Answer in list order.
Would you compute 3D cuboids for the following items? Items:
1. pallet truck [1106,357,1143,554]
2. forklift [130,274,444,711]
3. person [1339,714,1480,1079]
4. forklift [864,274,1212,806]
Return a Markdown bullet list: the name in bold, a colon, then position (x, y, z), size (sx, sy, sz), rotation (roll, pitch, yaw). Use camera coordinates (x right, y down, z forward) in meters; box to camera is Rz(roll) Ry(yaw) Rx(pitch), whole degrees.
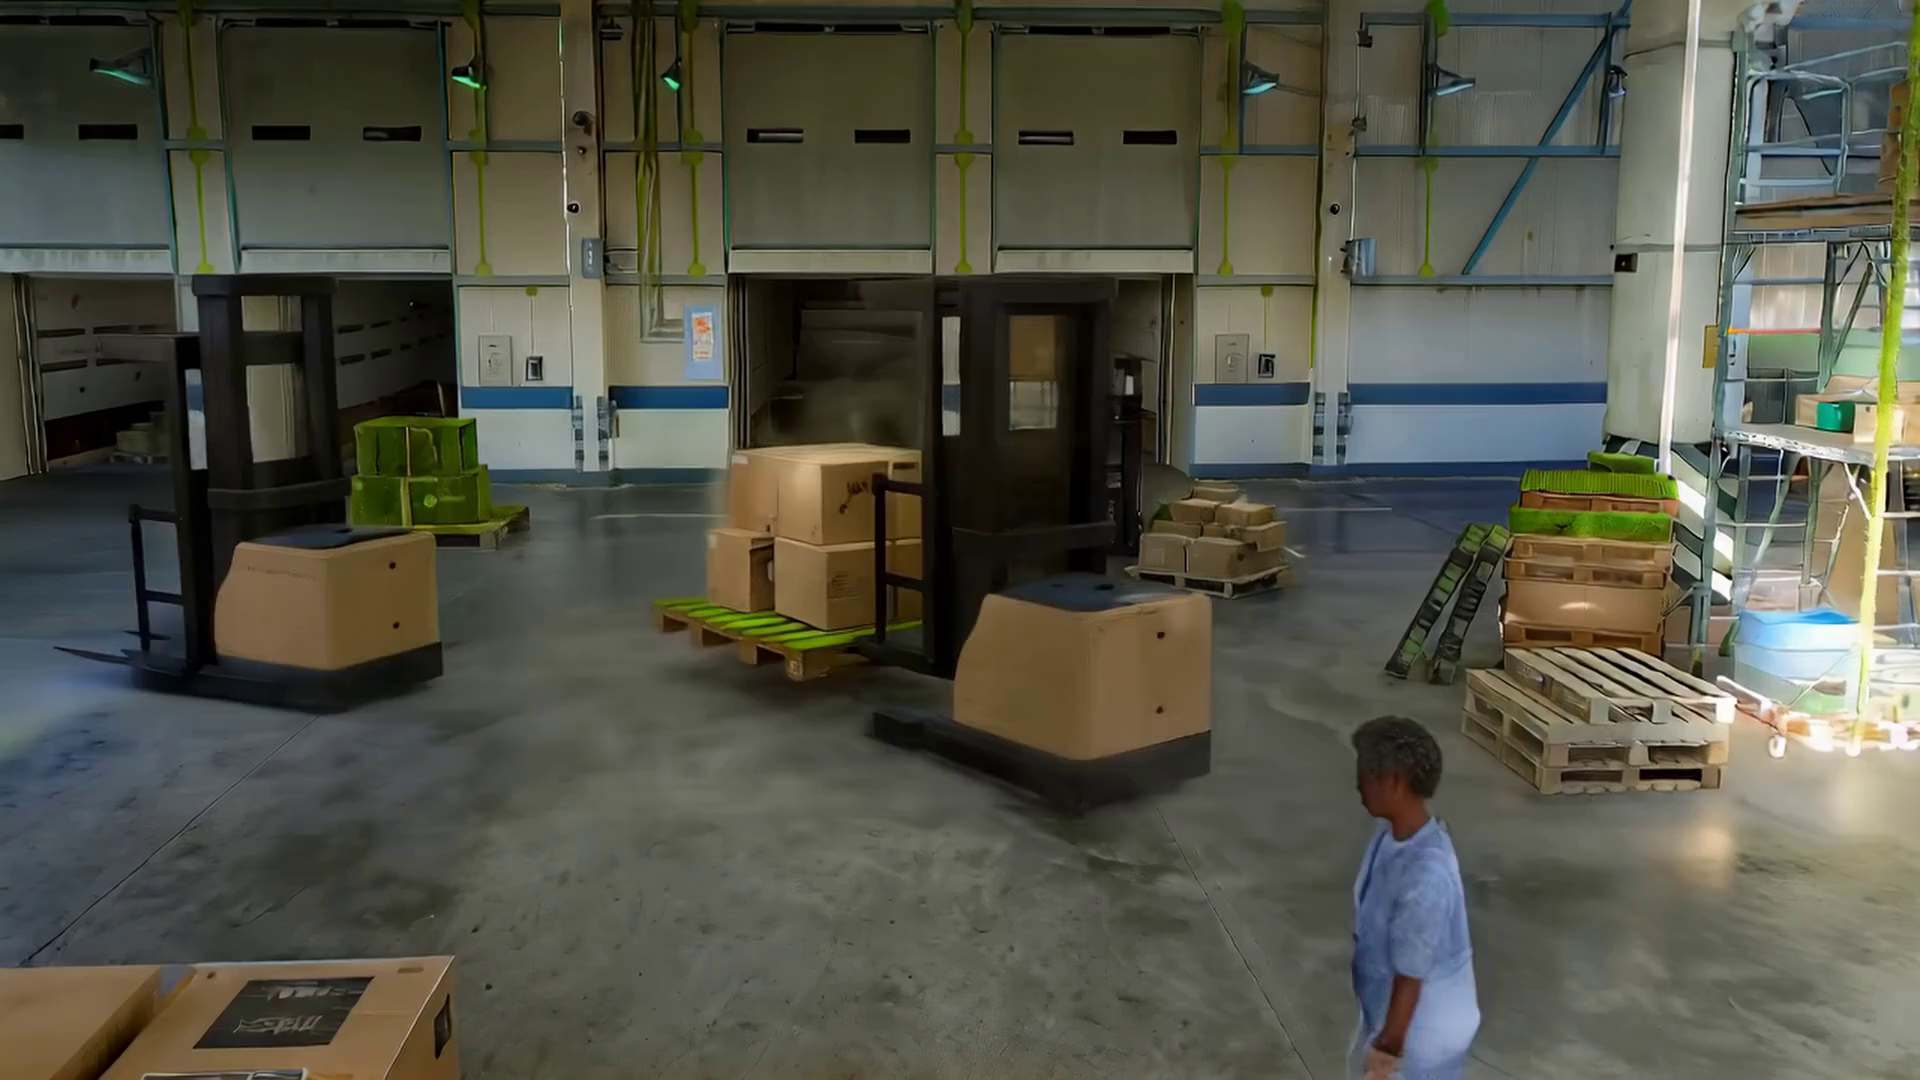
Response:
- **pallet truck**: position (2.088, -0.836, 16.757), size (1.885, 1.965, 0.823), rotation (2, 9, 13)
- **forklift**: position (-4.589, -0.396, 11.237), size (1.873, 2.768, 1.129), rotation (5, 10, 27)
- **person**: position (1.193, 1.286, 4.449), size (0.349, 1.671, 0.521), rotation (0, 9, 3)
- **forklift**: position (0.443, -0.107, 9.418), size (1.129, 2.768, 1.873), rotation (-7, 11, -38)
